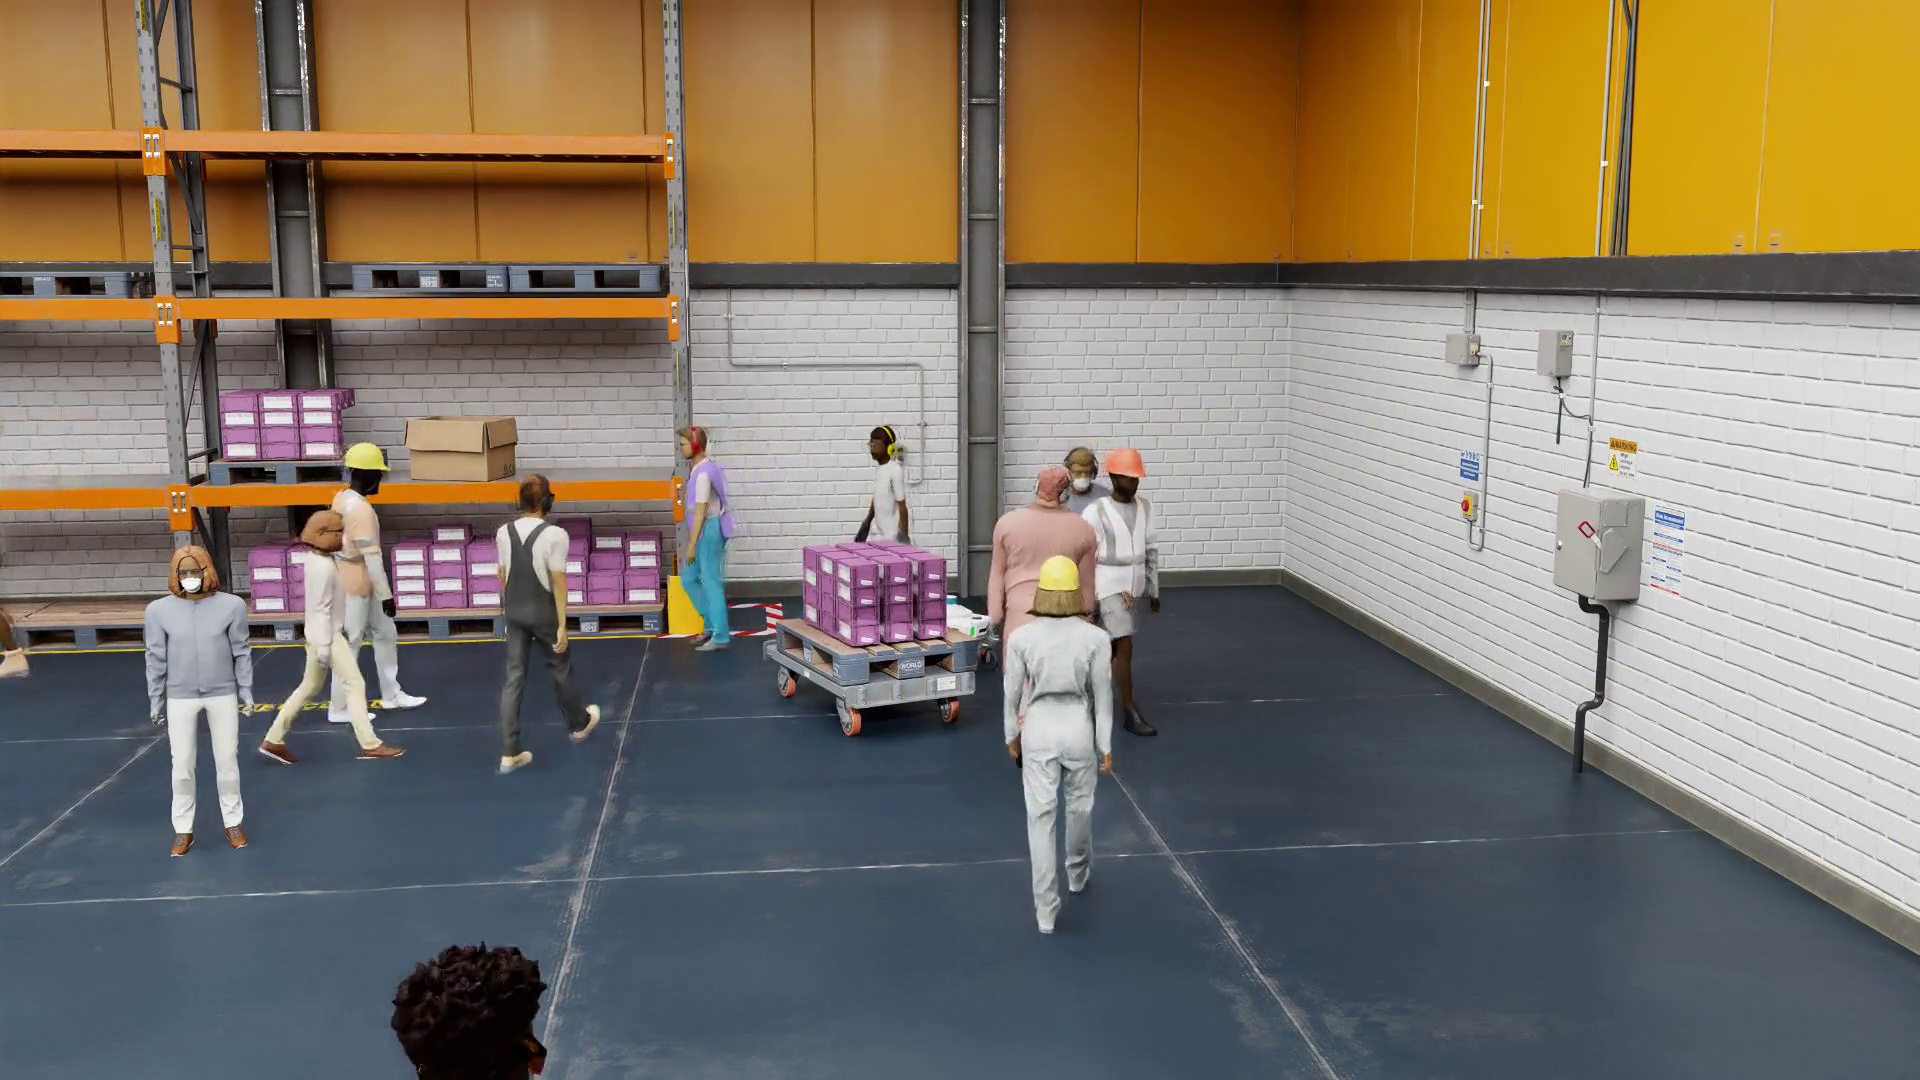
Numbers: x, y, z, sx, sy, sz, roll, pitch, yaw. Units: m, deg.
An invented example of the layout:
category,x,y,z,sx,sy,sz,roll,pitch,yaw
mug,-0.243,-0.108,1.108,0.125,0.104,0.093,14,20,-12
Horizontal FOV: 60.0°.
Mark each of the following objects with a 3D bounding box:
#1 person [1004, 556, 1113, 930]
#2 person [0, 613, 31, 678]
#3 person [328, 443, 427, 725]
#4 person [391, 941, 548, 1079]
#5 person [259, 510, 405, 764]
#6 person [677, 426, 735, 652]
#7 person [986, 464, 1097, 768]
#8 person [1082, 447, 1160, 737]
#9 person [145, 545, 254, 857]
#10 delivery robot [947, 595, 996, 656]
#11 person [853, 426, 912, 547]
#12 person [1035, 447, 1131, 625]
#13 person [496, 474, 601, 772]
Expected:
category,x,y,z,sx,sy,sz,roll,pitch,yaw
person,0.467,0.919,7.913,0.511,1.708,0.833,1,9,4
person,-7.500,0.074,12.335,1.067,1.982,0.635,-1,9,-8
person,-3.935,0.292,11.217,0.794,1.894,0.617,-5,10,-26
person,-0.847,1.629,2.807,0.799,1.921,0.714,-9,13,-44
person,-3.939,0.599,10.259,0.820,1.596,0.514,-5,10,-28
person,-2.049,-0.002,13.310,0.486,1.822,0.601,-2,9,-13
person,0.491,0.485,10.084,0.672,1.884,0.572,0,9,0
person,1.042,0.304,11.189,0.556,1.902,0.948,-6,11,-32
person,-3.968,0.830,8.707,0.508,1.632,0.264,-4,10,-24
delivery robot,-0.072,0.670,12.771,0.707,0.478,0.477,7,11,37
person,-0.627,-0.040,13.601,0.977,1.801,0.567,-2,9,-10
person,0.816,0.309,11.190,0.651,1.869,1.057,-1,9,-4
person,-2.613,0.478,10.398,0.528,1.788,0.990,2,9,15
